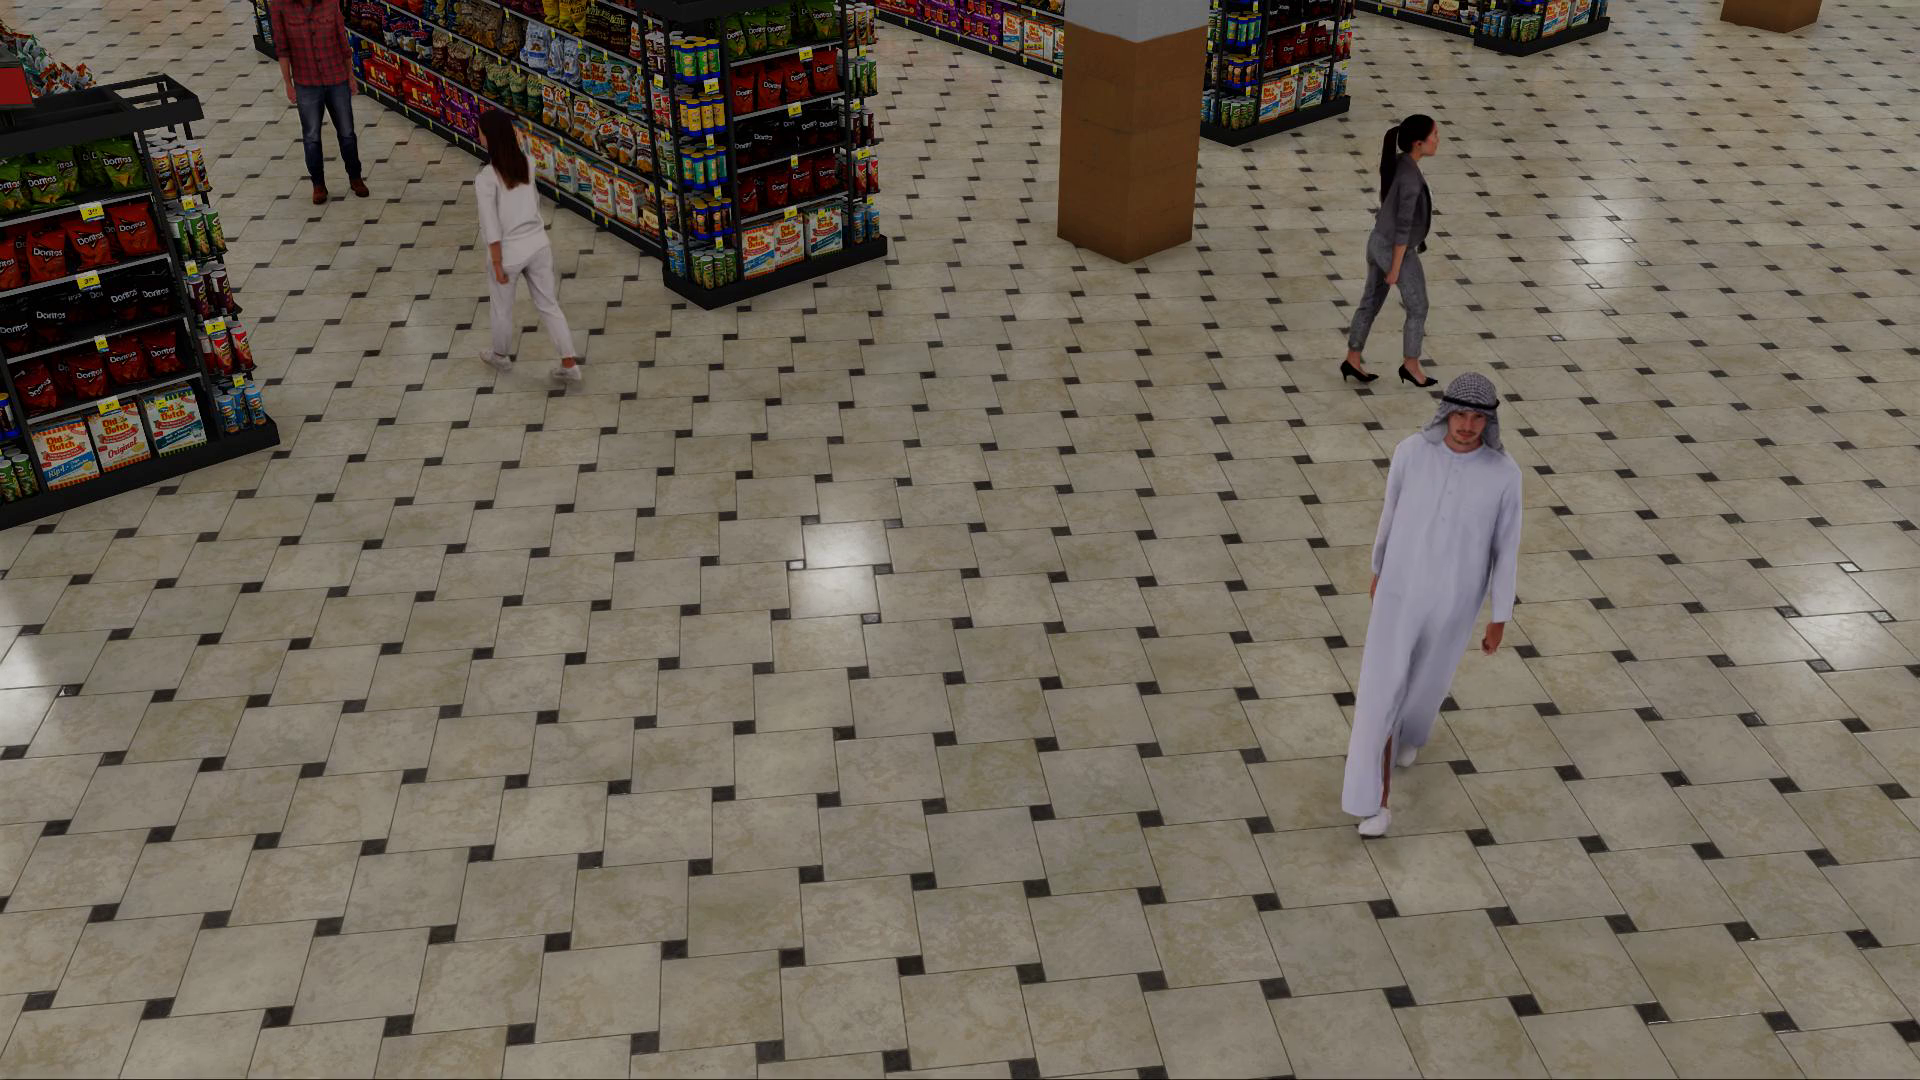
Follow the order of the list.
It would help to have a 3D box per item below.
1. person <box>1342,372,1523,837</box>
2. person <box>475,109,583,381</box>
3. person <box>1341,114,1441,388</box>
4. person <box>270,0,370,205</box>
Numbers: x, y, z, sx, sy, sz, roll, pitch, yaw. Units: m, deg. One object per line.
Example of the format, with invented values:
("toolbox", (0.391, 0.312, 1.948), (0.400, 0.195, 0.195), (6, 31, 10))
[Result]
("person", (1.869, 0.169, 6.559), (1.285, 1.888, 1.199), (10, 33, 15))
("person", (-2.528, -1.683, 9.755), (1.052, 1.656, 0.723), (23, 39, 32))
("person", (2.443, -1.655, 9.708), (0.895, 1.658, 0.862), (-4, 32, -6))
("person", (-4.795, -3.464, 12.455), (0.736, 1.829, 0.624), (-16, 35, -24))
